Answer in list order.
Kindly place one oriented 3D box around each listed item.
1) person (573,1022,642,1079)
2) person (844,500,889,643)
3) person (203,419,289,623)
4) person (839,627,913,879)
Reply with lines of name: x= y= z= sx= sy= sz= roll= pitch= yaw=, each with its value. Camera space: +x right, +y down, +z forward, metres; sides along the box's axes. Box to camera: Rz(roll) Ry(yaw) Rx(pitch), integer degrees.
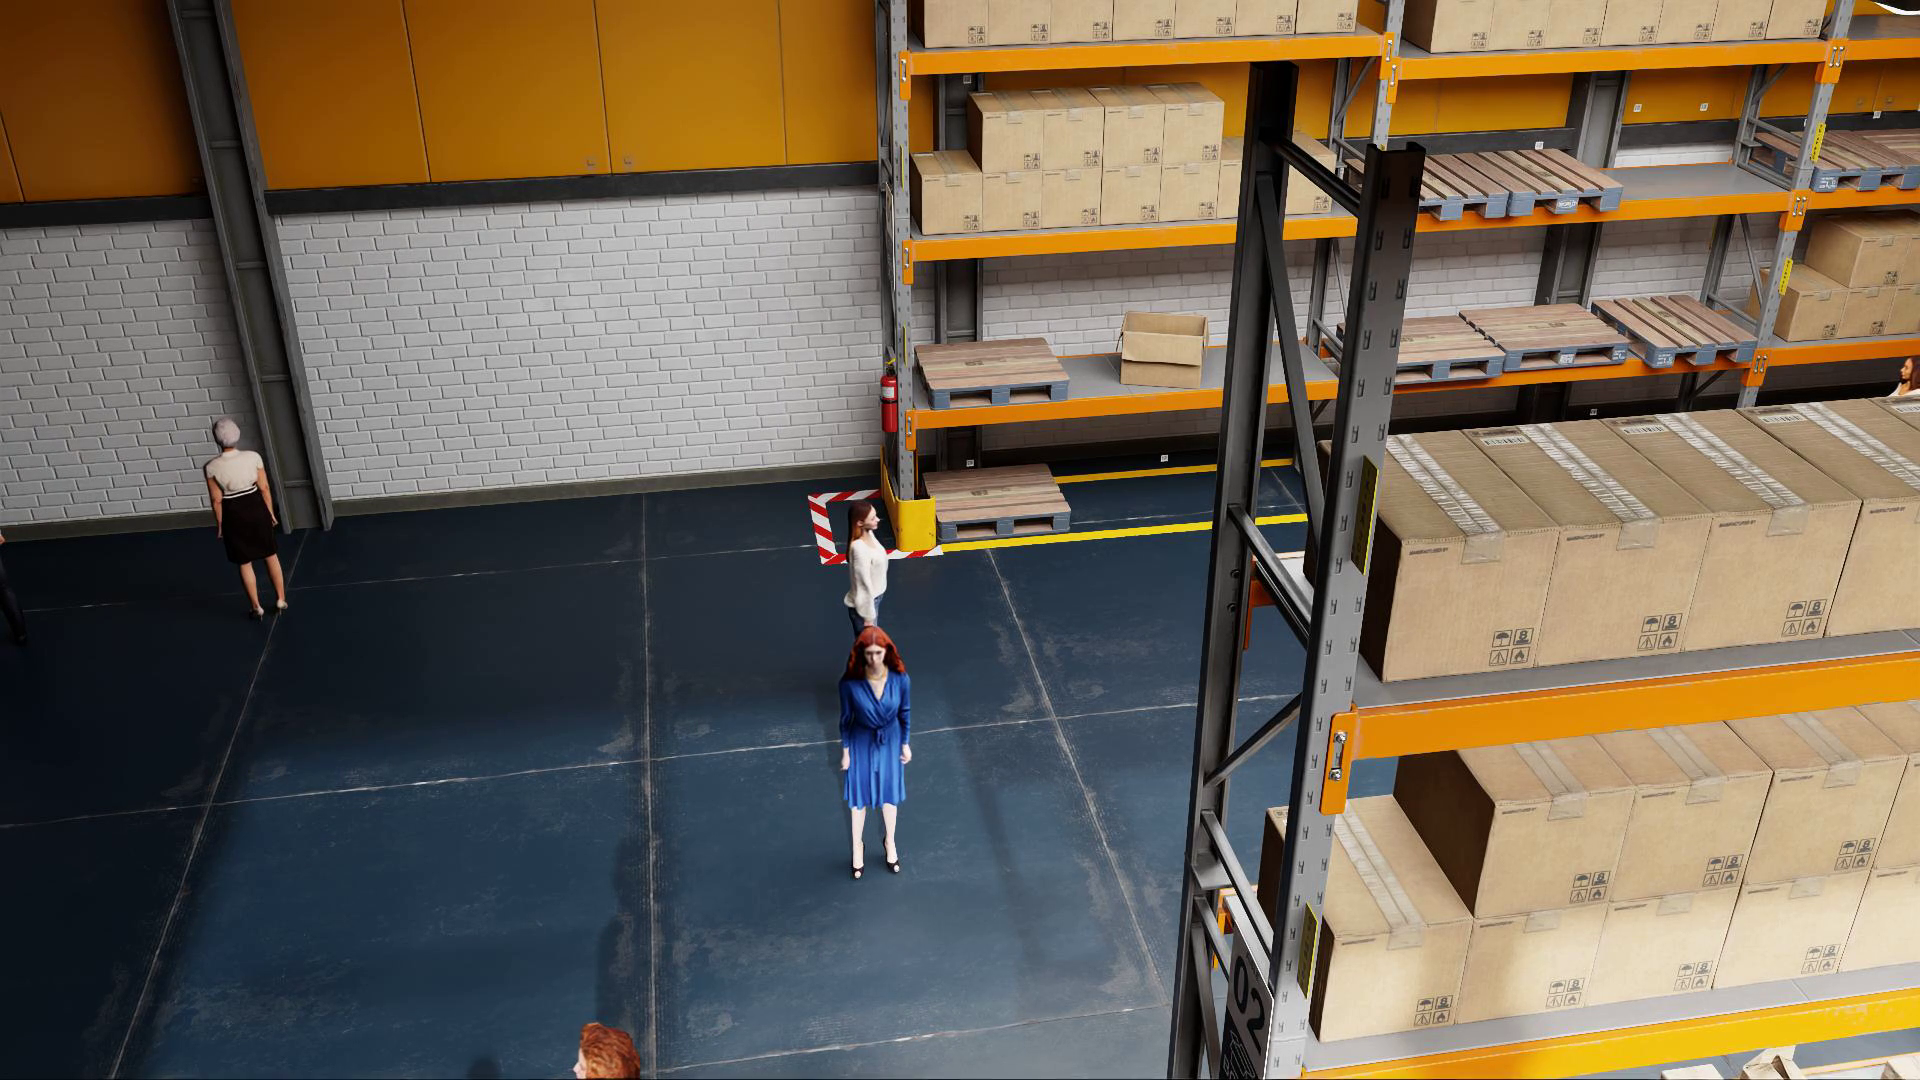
person: x=-1.586 y=2.922 z=7.720 sx=0.666 sy=1.713 sz=0.685 roll=-10 pitch=30 yaw=-18
person: x=-0.702 y=0.470 z=12.237 sx=0.606 sy=1.692 sz=0.657 roll=1 pitch=29 yaw=1
person: x=-5.715 y=-0.152 z=13.313 sx=0.595 sy=1.755 sz=0.749 roll=-17 pitch=33 yaw=-28
person: x=-0.531 y=1.333 z=10.512 sx=0.500 sy=1.828 sz=0.658 roll=-4 pitch=29 yaw=-8
